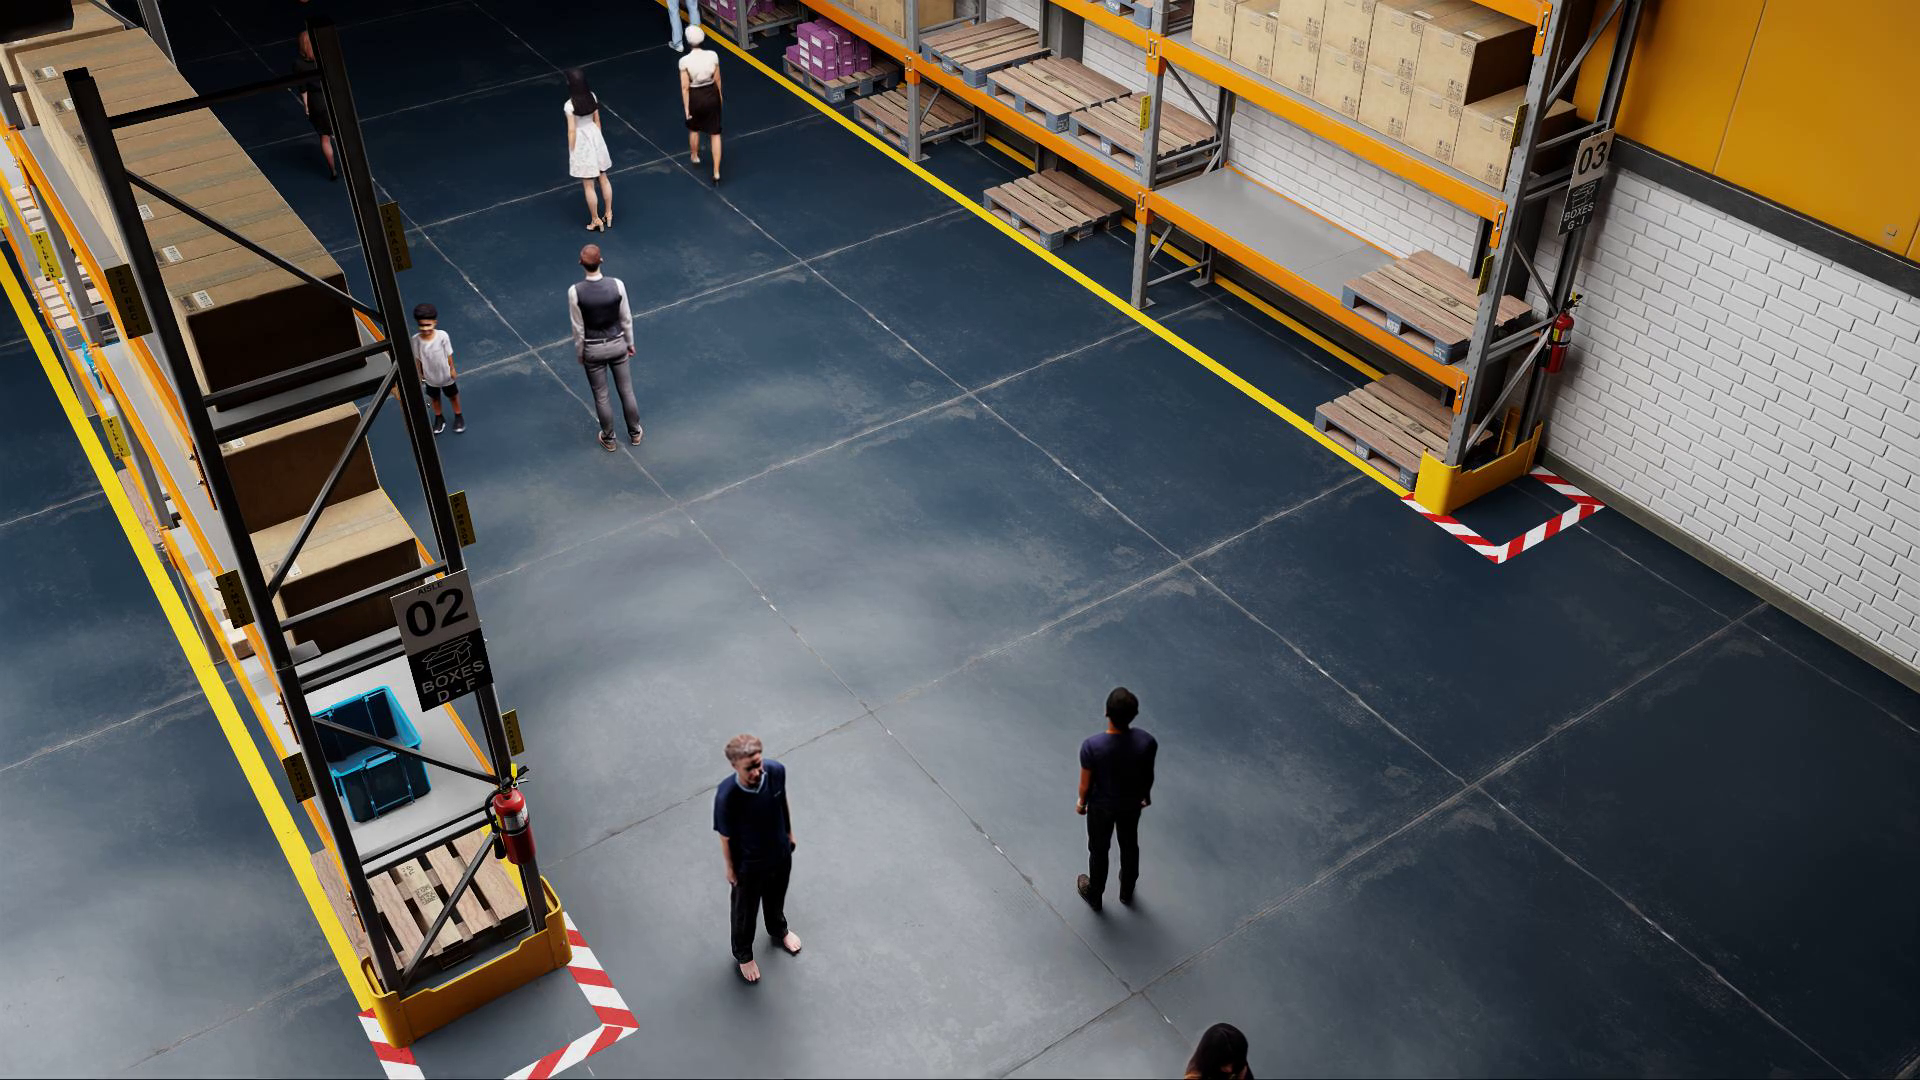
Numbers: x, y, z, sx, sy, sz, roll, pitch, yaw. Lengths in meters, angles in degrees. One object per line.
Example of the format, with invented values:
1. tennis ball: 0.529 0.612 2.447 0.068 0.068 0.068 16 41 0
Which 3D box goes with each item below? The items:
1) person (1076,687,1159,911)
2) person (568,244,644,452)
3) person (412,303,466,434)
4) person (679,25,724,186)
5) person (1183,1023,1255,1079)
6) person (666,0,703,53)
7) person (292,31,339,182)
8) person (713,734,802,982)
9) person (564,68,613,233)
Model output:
1. person: 0.954 1.600 10.211 0.709 1.793 0.661 -9 39 -11
2. person: -3.024 -1.639 14.152 0.717 1.938 0.647 -13 40 -16
3. person: -4.572 -1.515 14.542 0.555 1.257 0.588 -5 39 -7
4. person: -2.765 -4.702 18.158 0.794 1.724 1.025 -12 40 -15
5. person: 1.247 3.010 8.508 0.775 1.716 0.764 16 41 19
6. person: -3.572 -7.149 21.108 0.707 1.866 0.617 -17 42 -20
7. person: -6.959 -4.747 18.228 0.637 1.706 0.589 -12 40 -14
8. person: -1.199 1.841 9.847 0.682 1.871 0.563 -29 47 -31
9. person: -3.873 -4.057 17.310 0.703 1.774 0.703 30 48 32
